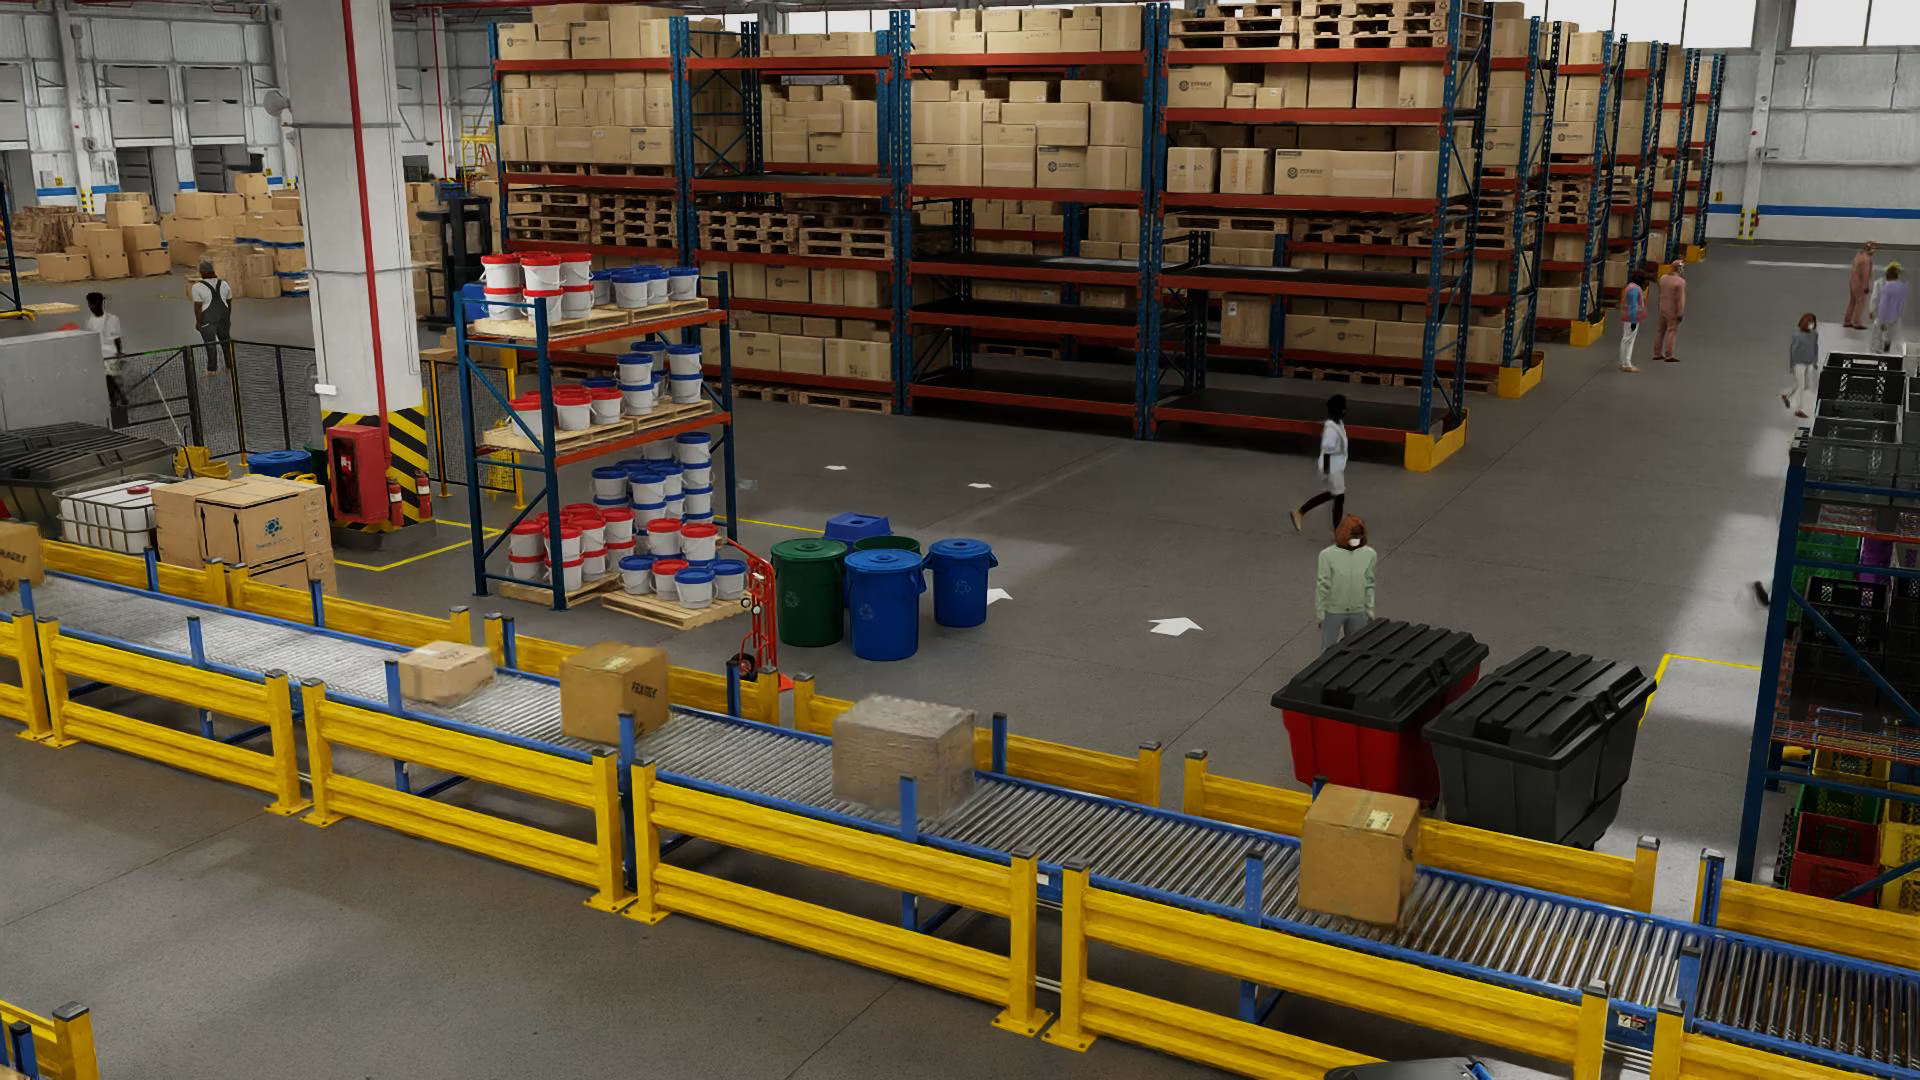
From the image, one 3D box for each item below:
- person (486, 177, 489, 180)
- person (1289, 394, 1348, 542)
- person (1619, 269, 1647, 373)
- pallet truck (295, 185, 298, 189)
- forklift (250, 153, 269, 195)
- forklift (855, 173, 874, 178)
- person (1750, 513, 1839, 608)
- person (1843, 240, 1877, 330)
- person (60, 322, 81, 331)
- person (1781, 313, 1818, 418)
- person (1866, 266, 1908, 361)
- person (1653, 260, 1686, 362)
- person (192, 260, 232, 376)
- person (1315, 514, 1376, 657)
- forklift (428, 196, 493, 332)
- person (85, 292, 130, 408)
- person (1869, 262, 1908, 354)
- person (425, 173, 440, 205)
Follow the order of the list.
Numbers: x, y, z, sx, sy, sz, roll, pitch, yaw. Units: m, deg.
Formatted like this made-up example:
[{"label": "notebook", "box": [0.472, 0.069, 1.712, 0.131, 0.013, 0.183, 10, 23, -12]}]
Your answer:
[{"label": "person", "box": [-17.766, -12.830, 63.198, 0.696, 1.905, 0.562, -8, 17, -29]}, {"label": "person", "box": [4.059, -0.809, 18.448, 0.711, 1.670, 0.535, 5, 16, 17]}, {"label": "person", "box": [12.114, -3.947, 29.929, 0.429, 1.845, 0.621, 5, 16, 17]}, {"label": "pallet truck", "box": [-26.804, -14.617, 69.738, 1.885, 1.965, 0.823, -14, 20, -42]}, {"label": "forklift", "box": [-25.800, -12.825, 61.311, 1.873, 2.768, 1.129, -8, 17, -29]}, {"label": "forklift", "box": [-3.452, -12.630, 60.579, 1.873, 2.768, 1.129, 8, 17, 28]}, {"label": "person", "box": [8.074, -0.178, 15.842, 0.806, 1.807, 0.601, 6, 16, 21]}, {"label": "person", "box": [19.187, -5.437, 35.452, 0.405, 1.890, 0.685, 3, 15, 12]}, {"label": "person", "box": [-11.745, -1.926, 22.150, 1.036, 1.935, 0.655, -6, 16, -20]}, {"label": "person", "box": [13.002, -2.718, 25.718, 0.518, 1.618, 0.545, -6, 16, -22]}, {"label": "person", "box": [16.830, -3.997, 30.061, 0.631, 1.893, 1.057, -4, 15, -15]}, {"label": "person", "box": [13.295, -4.276, 31.061, 0.400, 1.901, 0.643, -5, 16, -18]}, {"label": "person", "box": [-13.276, -3.933, 29.494, 0.536, 2.000, 0.682, 12, 19, 37]}, {"label": "person", "box": [3.067, 0.589, 13.300, 0.541, 1.636, 0.307, -3, 15, -13]}, {"label": "forklift", "box": [-10.098, -5.733, 34.653, 1.873, 2.768, 1.129, 8, 17, 28]}, {"label": "person", "box": [-13.136, -2.837, 25.535, 0.642, 1.952, 0.418, 6, 16, 23]}, {"label": "person", "box": [17.635, -4.385, 31.630, 0.606, 1.820, 0.485, 7, 16, 24]}, {"label": "person", "box": [-21.004, -13.634, 66.196, 0.653, 1.915, 0.620, -13, 20, -41]}]
